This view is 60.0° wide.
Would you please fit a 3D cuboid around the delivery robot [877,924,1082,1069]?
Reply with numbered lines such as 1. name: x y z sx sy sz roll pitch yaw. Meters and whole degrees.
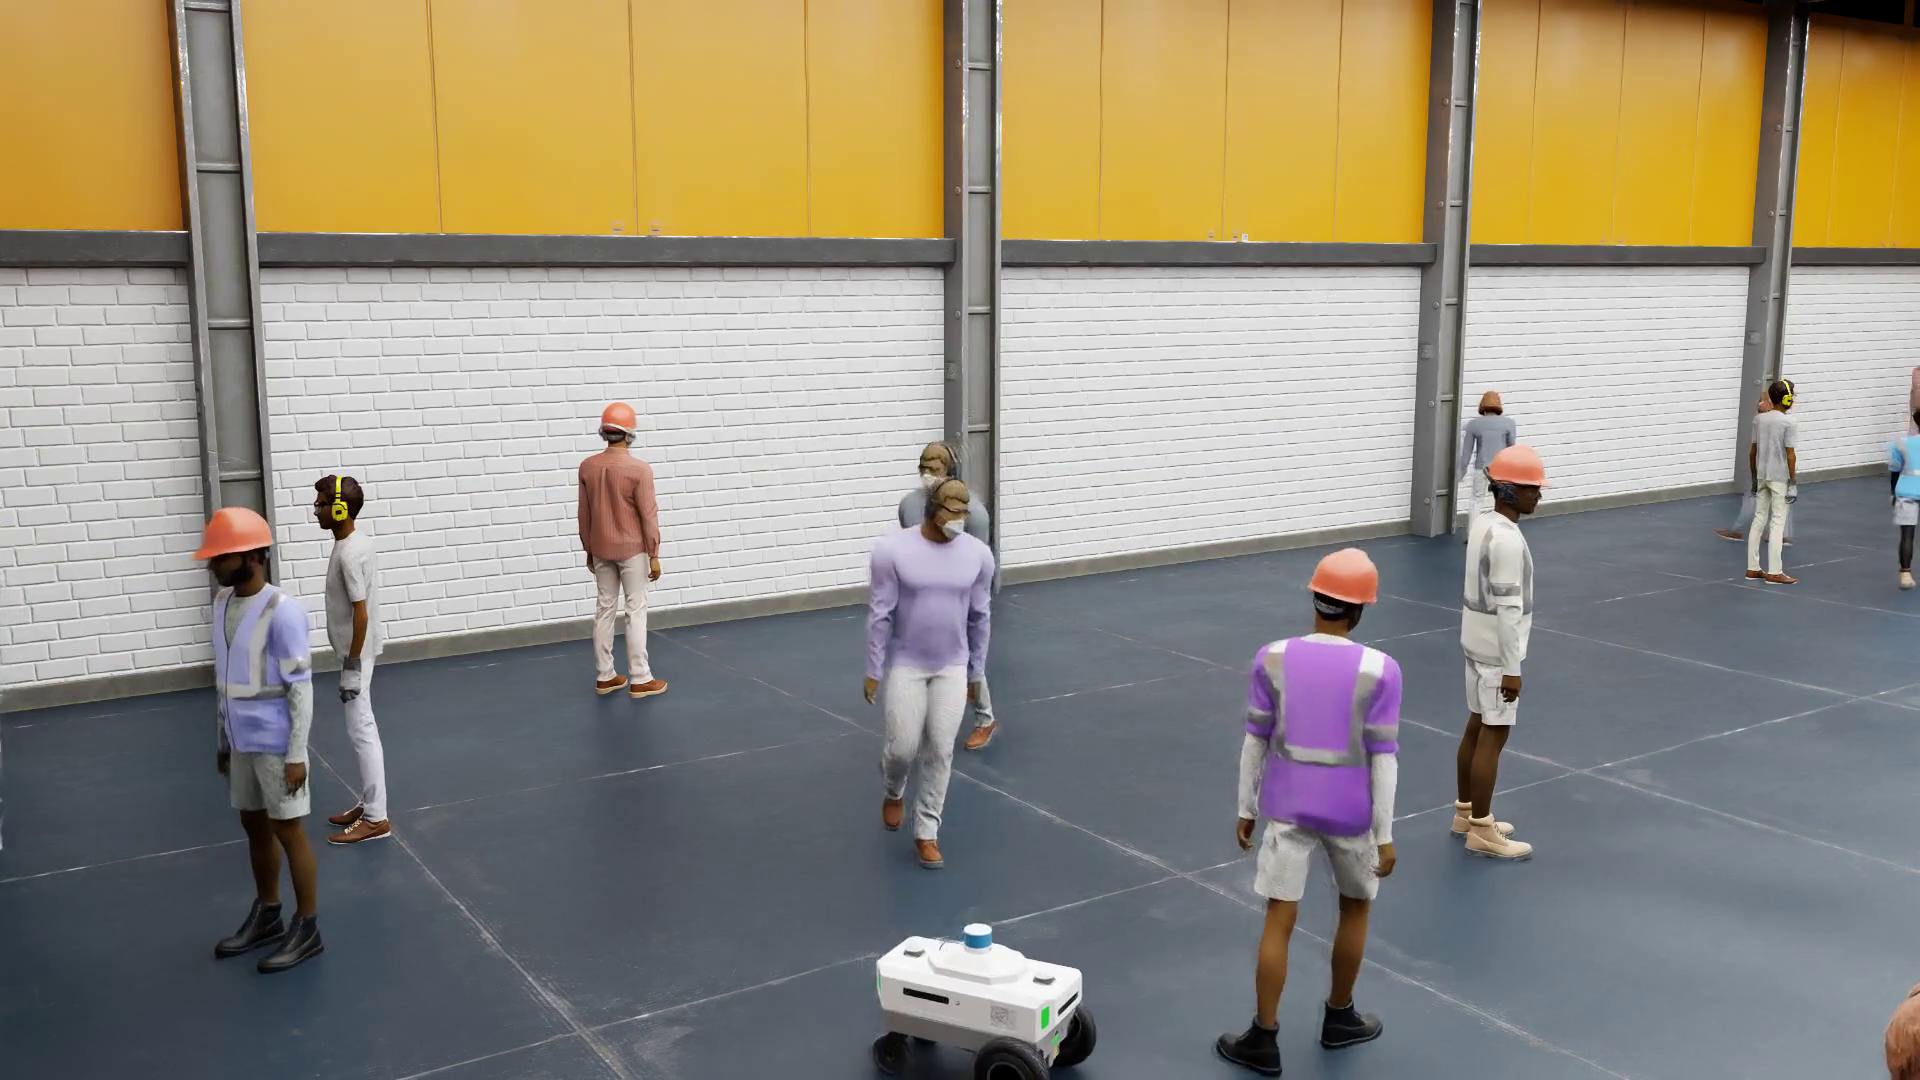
1. delivery robot: 0.062 1.618 5.946 0.707 0.478 0.477 5 11 27

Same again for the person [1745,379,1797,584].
1. person: 7.469 -0.535 15.244 0.329 1.872 0.511 -4 10 -20

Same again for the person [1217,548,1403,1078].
1. person: 1.277 0.987 6.045 0.608 1.898 0.601 4 10 24

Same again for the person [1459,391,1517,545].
1. person: 5.472 -0.704 17.025 0.694 1.614 0.457 3 10 20

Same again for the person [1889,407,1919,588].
1. person: 8.719 -0.403 15.101 0.539 1.638 0.908 6 11 34

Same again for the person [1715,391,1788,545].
1. person: 8.348 -0.758 17.393 0.521 1.603 0.770 -9 13 -42

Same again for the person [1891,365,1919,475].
1. person: 12.929 -1.691 22.219 0.976 1.855 0.660 -6 11 -32

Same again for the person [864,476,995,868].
1. person: -0.163 0.617 8.174 0.664 1.913 0.562 -2 10 -14

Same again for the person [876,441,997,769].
1. person: -0.109 0.358 9.788 0.644 1.904 0.921 7 11 34

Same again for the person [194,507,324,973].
1. person: -2.912 0.819 6.891 0.551 1.936 0.380 6 11 34

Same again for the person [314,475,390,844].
1. person: -3.093 0.597 8.427 0.319 1.871 0.532 -3 10 -18

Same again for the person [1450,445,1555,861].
1. person: 2.684 0.545 8.225 0.389 2.038 0.614 1 9 4

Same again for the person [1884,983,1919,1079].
1. person: 1.747 1.618 3.029 0.420 1.612 0.536 -7 12 -37

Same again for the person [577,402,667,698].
1. person: -2.277 0.068 11.230 0.624 1.993 0.388 5 10 26
